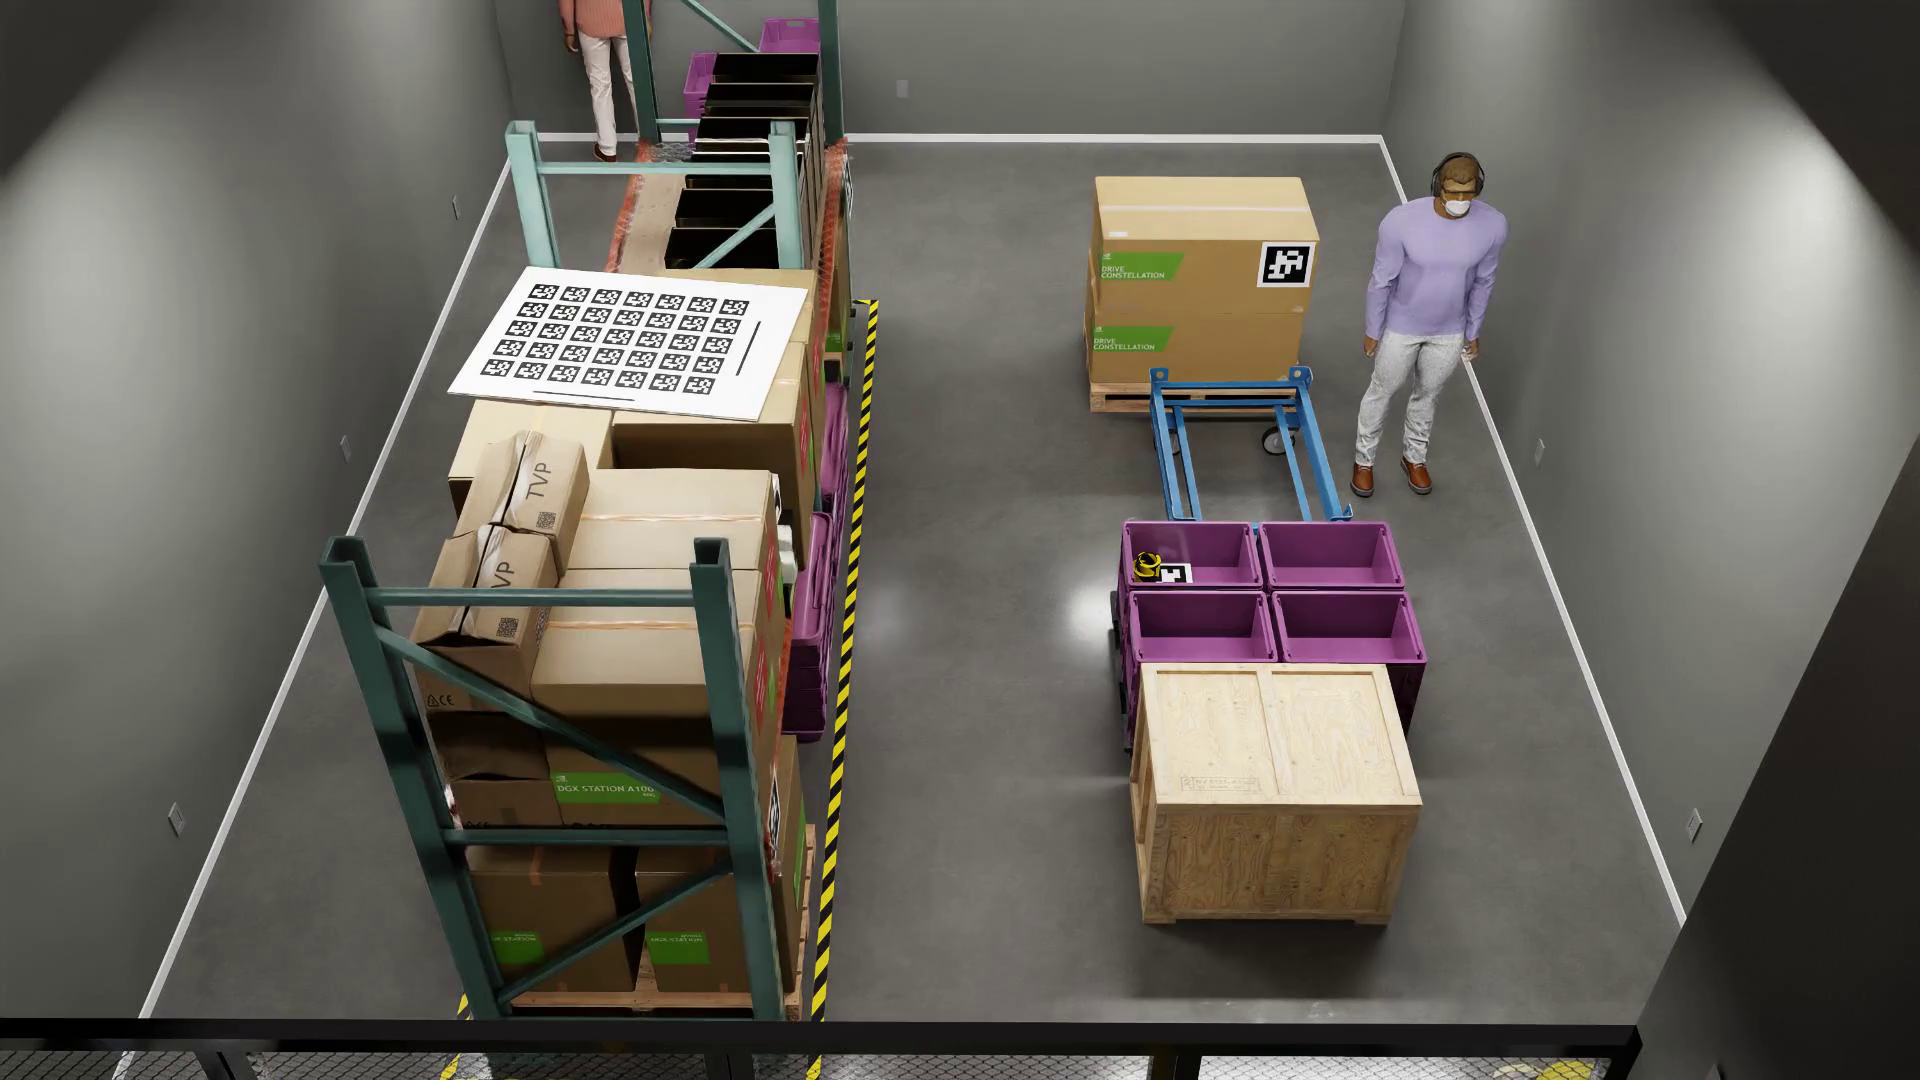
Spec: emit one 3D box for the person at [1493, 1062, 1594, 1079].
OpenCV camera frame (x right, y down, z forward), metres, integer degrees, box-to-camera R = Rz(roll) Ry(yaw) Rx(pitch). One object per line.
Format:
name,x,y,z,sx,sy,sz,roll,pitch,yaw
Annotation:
person,1.605,2.065,4.837,0.403,1.834,0.589,5,42,6

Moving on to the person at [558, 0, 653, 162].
person,-2.329,-3.426,10.979,0.619,1.994,0.381,-16,44,-17

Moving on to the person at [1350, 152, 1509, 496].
person,2.325,-1.062,8.325,0.629,1.940,0.373,-1,41,-2
